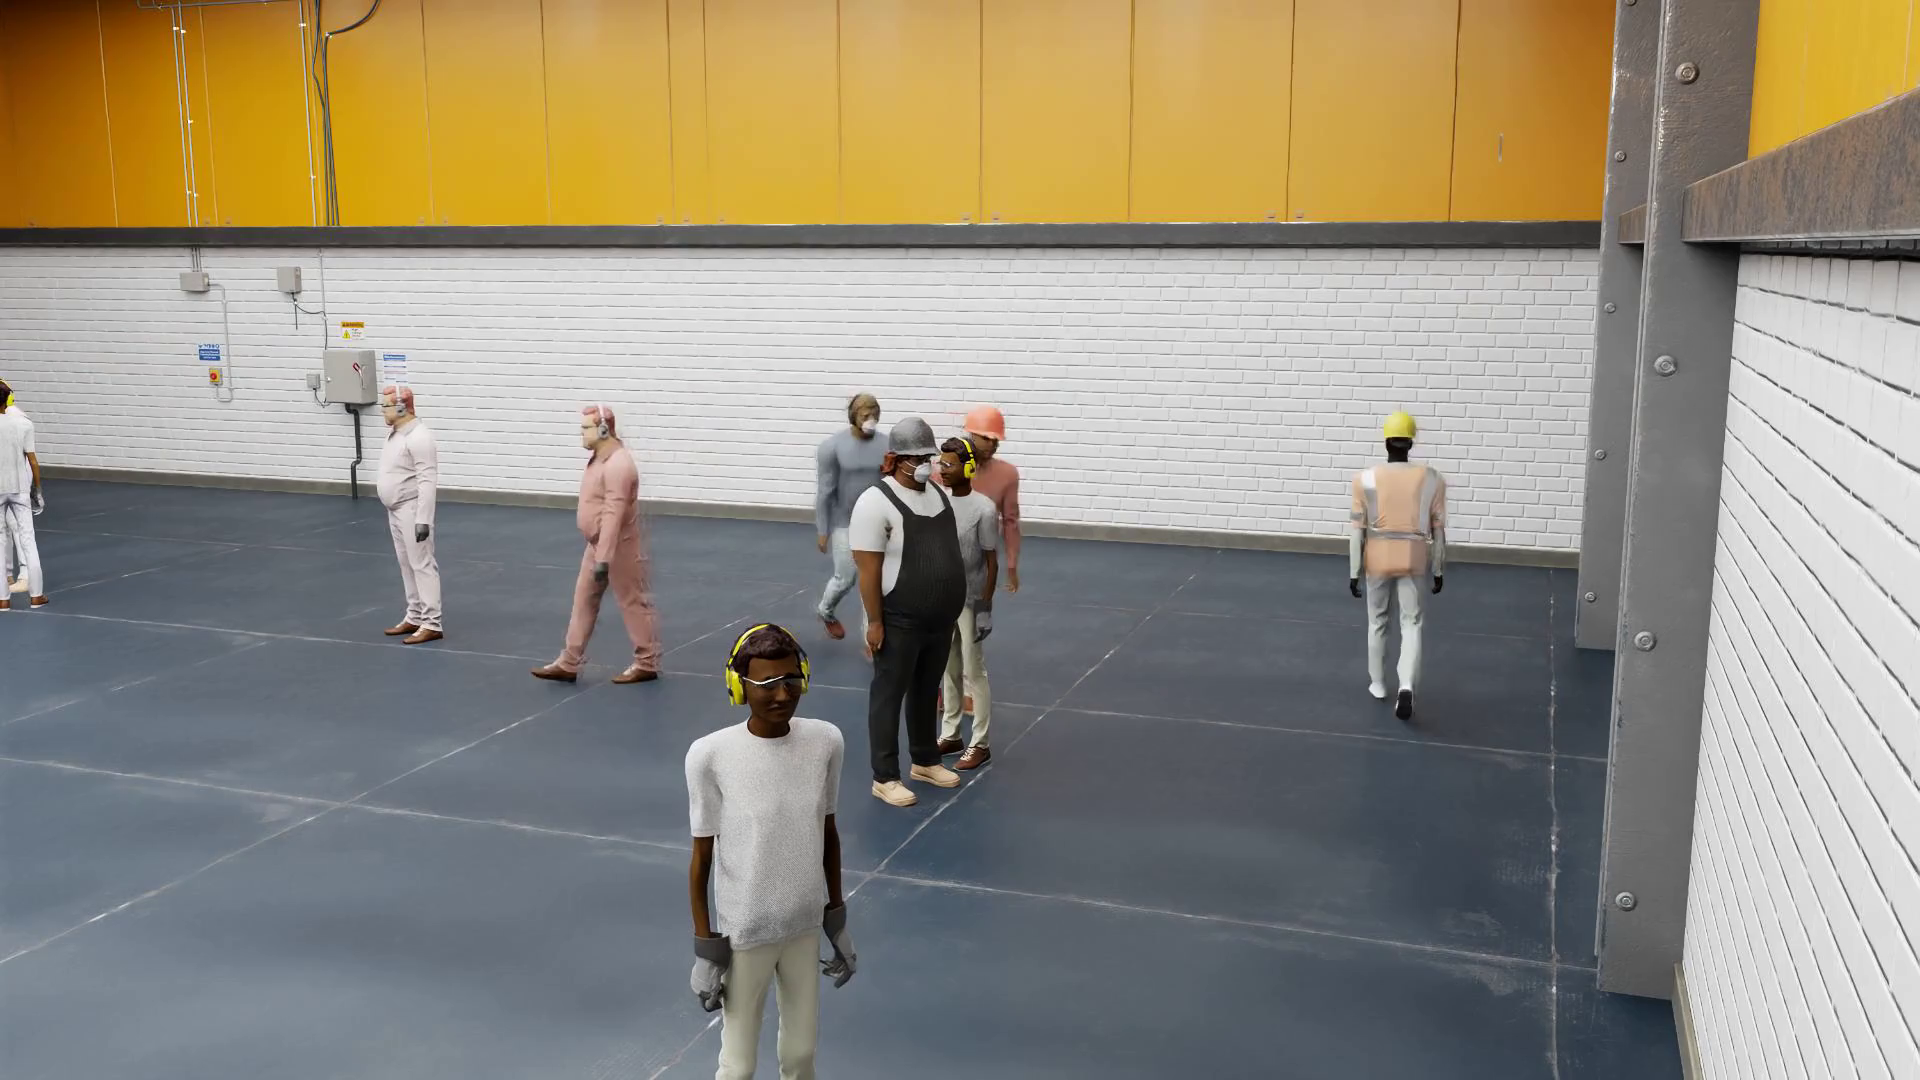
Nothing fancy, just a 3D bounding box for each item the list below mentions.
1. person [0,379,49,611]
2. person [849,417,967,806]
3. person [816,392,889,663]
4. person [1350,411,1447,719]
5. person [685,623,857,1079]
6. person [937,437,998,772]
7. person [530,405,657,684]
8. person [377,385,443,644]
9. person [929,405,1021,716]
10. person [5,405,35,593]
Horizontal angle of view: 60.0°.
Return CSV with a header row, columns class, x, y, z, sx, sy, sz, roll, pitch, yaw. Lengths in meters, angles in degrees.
class,x,y,z,sx,sy,sz,roll,pitch,yaw
person,-7.646,-0.362,13.353,0.508,1.868,0.328,-6,11,-29
person,-0.223,0.361,8.788,0.539,2.000,0.688,8,13,38
person,-0.757,-0.114,11.801,0.646,1.921,0.716,-5,11,-26
person,2.730,0.144,10.399,0.597,1.897,0.872,2,10,9
person,-0.536,1.151,4.822,0.515,1.872,0.328,-7,12,-33
person,-0.003,0.354,9.308,0.328,1.873,0.517,-8,13,-39
person,-2.436,0.057,10.958,0.904,1.868,0.679,-5,11,-26
person,-4.082,-0.190,12.273,0.401,1.904,0.646,-7,12,-36
person,0.074,0.146,10.251,0.638,1.953,0.563,-5,11,-25
person,-8.097,-0.471,14.034,0.631,1.842,0.428,4,11,23
